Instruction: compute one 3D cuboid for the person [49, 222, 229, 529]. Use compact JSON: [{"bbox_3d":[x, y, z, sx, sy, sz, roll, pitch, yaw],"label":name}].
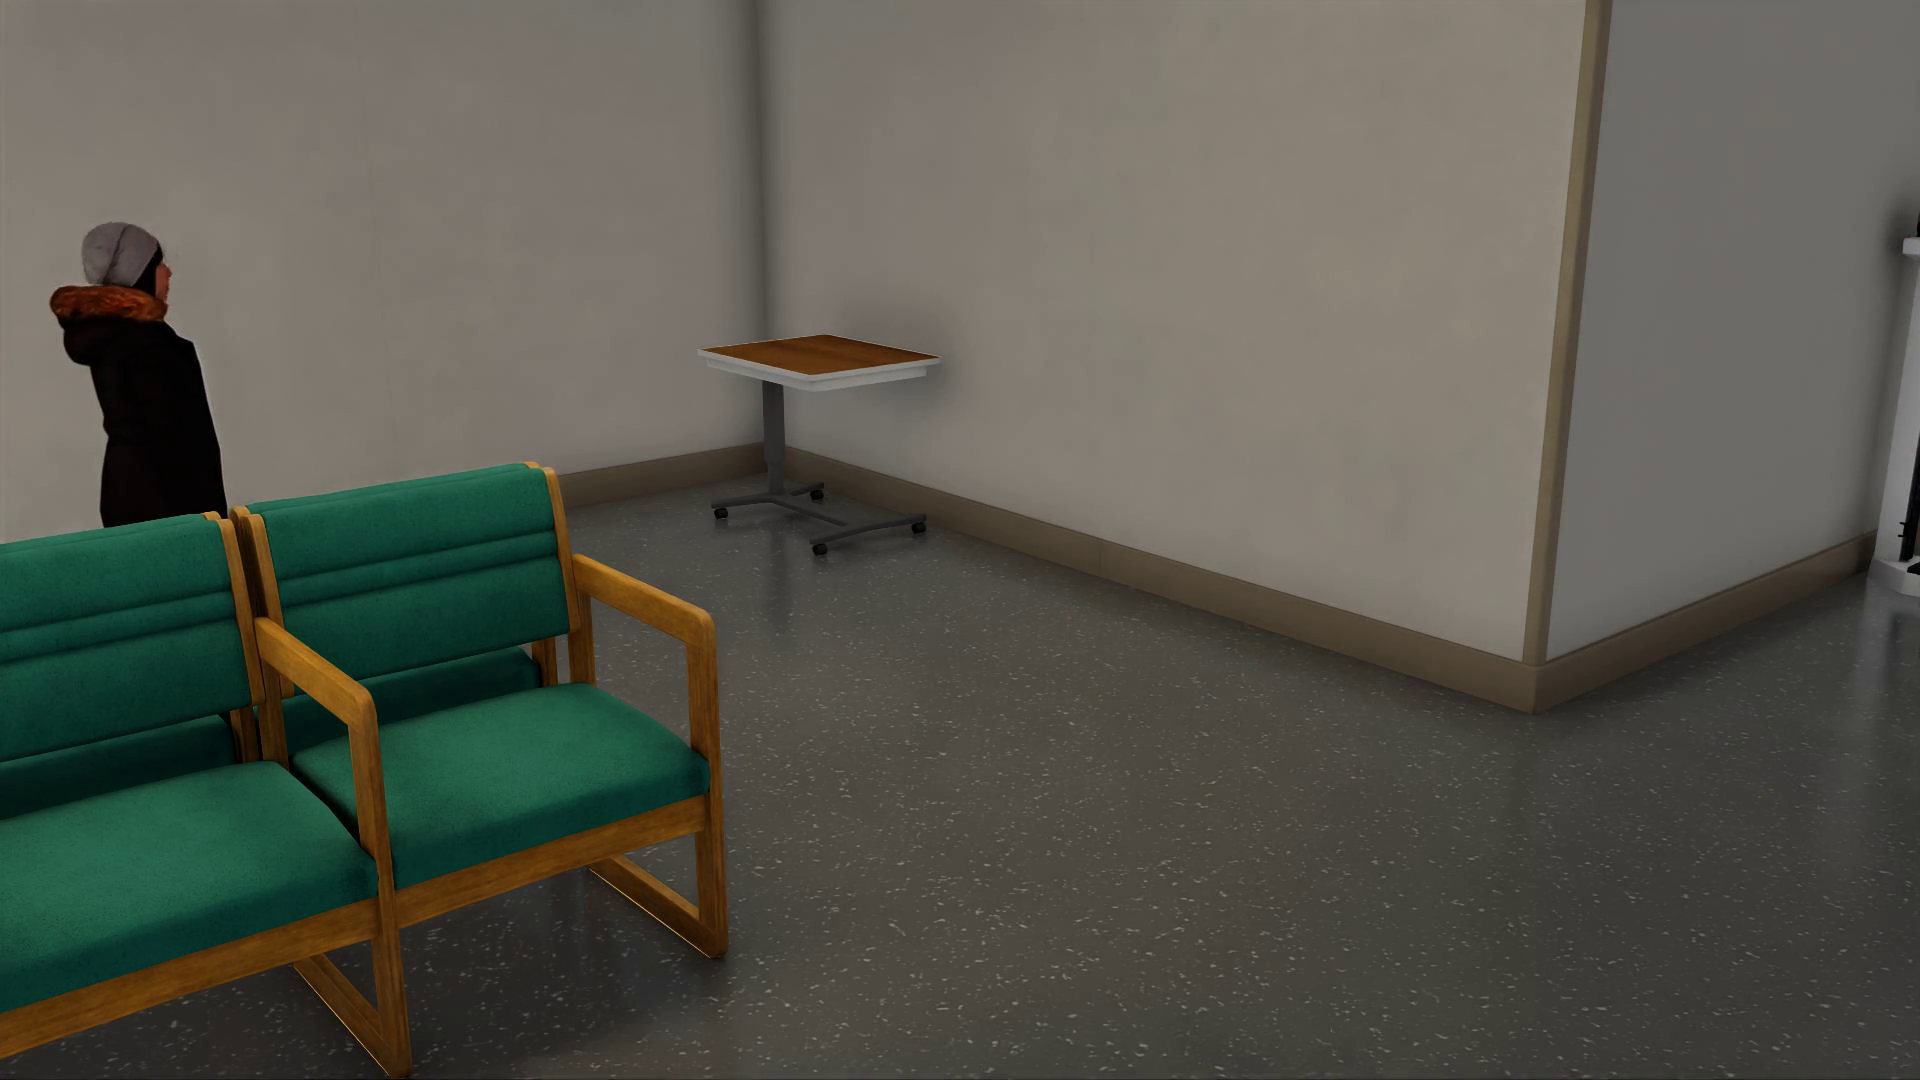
[{"bbox_3d":[-2.346,-0.112,4.873,0.683,1.634,0.542,-14,21,-40],"label":"person"}]
